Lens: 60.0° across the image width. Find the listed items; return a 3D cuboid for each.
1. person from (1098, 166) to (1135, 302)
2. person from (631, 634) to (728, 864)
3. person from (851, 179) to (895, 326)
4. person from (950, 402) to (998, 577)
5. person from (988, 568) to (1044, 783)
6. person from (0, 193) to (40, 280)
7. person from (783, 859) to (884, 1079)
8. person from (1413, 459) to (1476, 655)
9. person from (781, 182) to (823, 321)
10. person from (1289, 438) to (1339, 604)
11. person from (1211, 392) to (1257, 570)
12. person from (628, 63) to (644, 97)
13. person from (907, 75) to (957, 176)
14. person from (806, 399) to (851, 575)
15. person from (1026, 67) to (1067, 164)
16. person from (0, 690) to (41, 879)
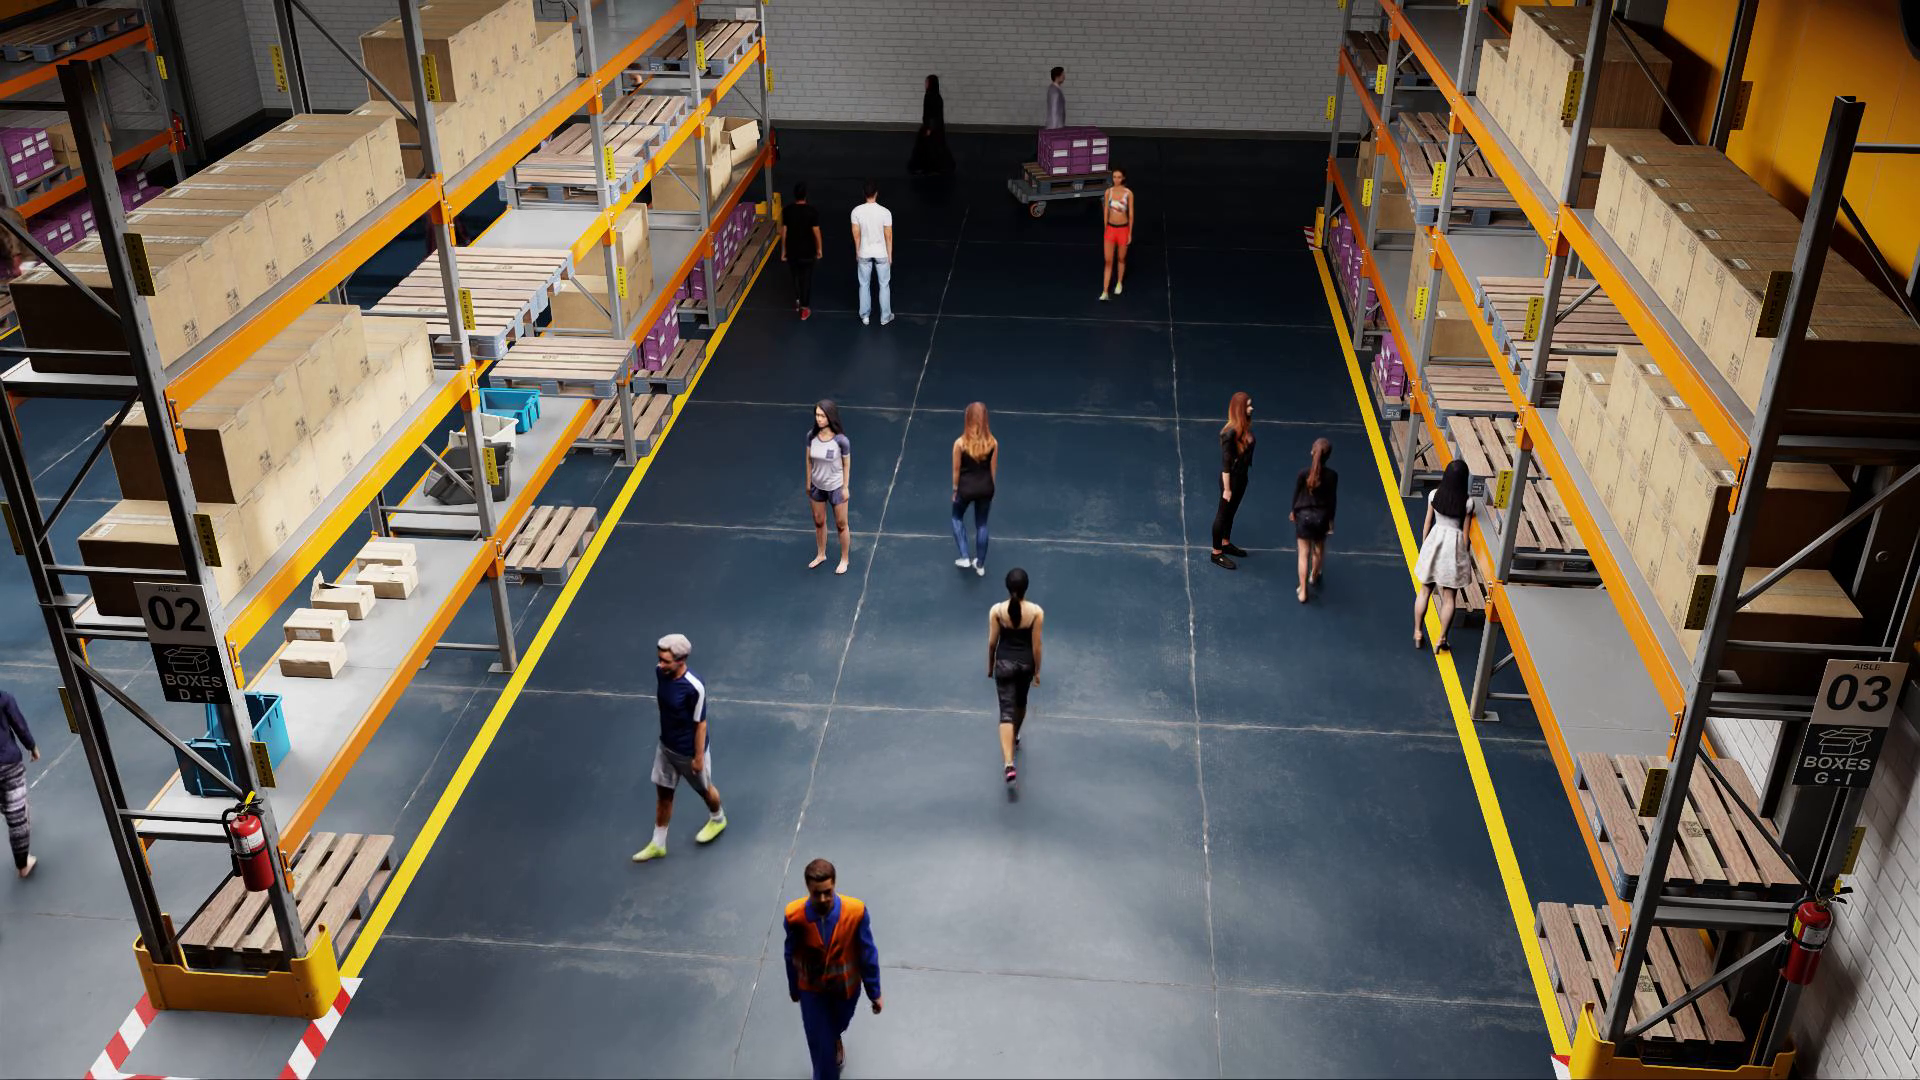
[{"bbox_3d":[2.102,-4.039,21.799,0.747,1.756,1.113,8,30,15],"label":"person"},{"bbox_3d":[-1.891,1.412,11.751,0.979,1.809,1.117,21,35,33],"label":"person"},{"bbox_3d":[-1.089,-3.618,20.912,0.670,1.867,0.555,3,29,6],"label":"person"},{"bbox_3d":[0.148,-0.417,15.213,0.666,1.705,0.694,-7,29,-13],"label":"person"},{"bbox_3d":[0.410,1.032,12.567,0.606,1.694,1.107,0,29,1],"label":"person"},{"bbox_3d":[-11.623,-3.445,20.658,0.914,1.805,0.790,-13,31,-23],"label":"person"},{"bbox_3d":[-0.748,2.544,9.663,0.920,1.821,1.290,-5,29,-9],"label":"person"},{"bbox_3d":[4.118,0.137,14.131,0.774,1.769,0.795,18,33,29],"label":"person"},{"bbox_3d":[-2.029,-3.631,21.065,0.658,1.743,0.750,3,29,6],"label":"person"},{"bbox_3d":[3.161,-0.156,14.910,0.586,1.536,0.825,4,29,7],"label":"person"},{"bbox_3d":[2.539,-0.588,15.518,0.733,1.713,0.610,17,33,28],"label":"person"},{"bbox_3d":[-5.090,-6.675,26.527,0.767,1.856,0.655,-14,32,-24],"label":"person"},{"bbox_3d":[-0.359,-6.675,26.790,1.050,1.604,1.098,-15,32,-26],"label":"person"},{"bbox_3d":[-1.211,-0.509,15.379,0.656,1.706,0.625,11,31,20],"label":"person"},{"bbox_3d":[1.421,-6.570,26.367,0.883,1.826,1.118,-3,29,-6],"label":"person"},{"bbox_3d":[-6.694,1.595,11.527,0.852,1.702,1.087,-9,30,-15],"label":"person"}]
